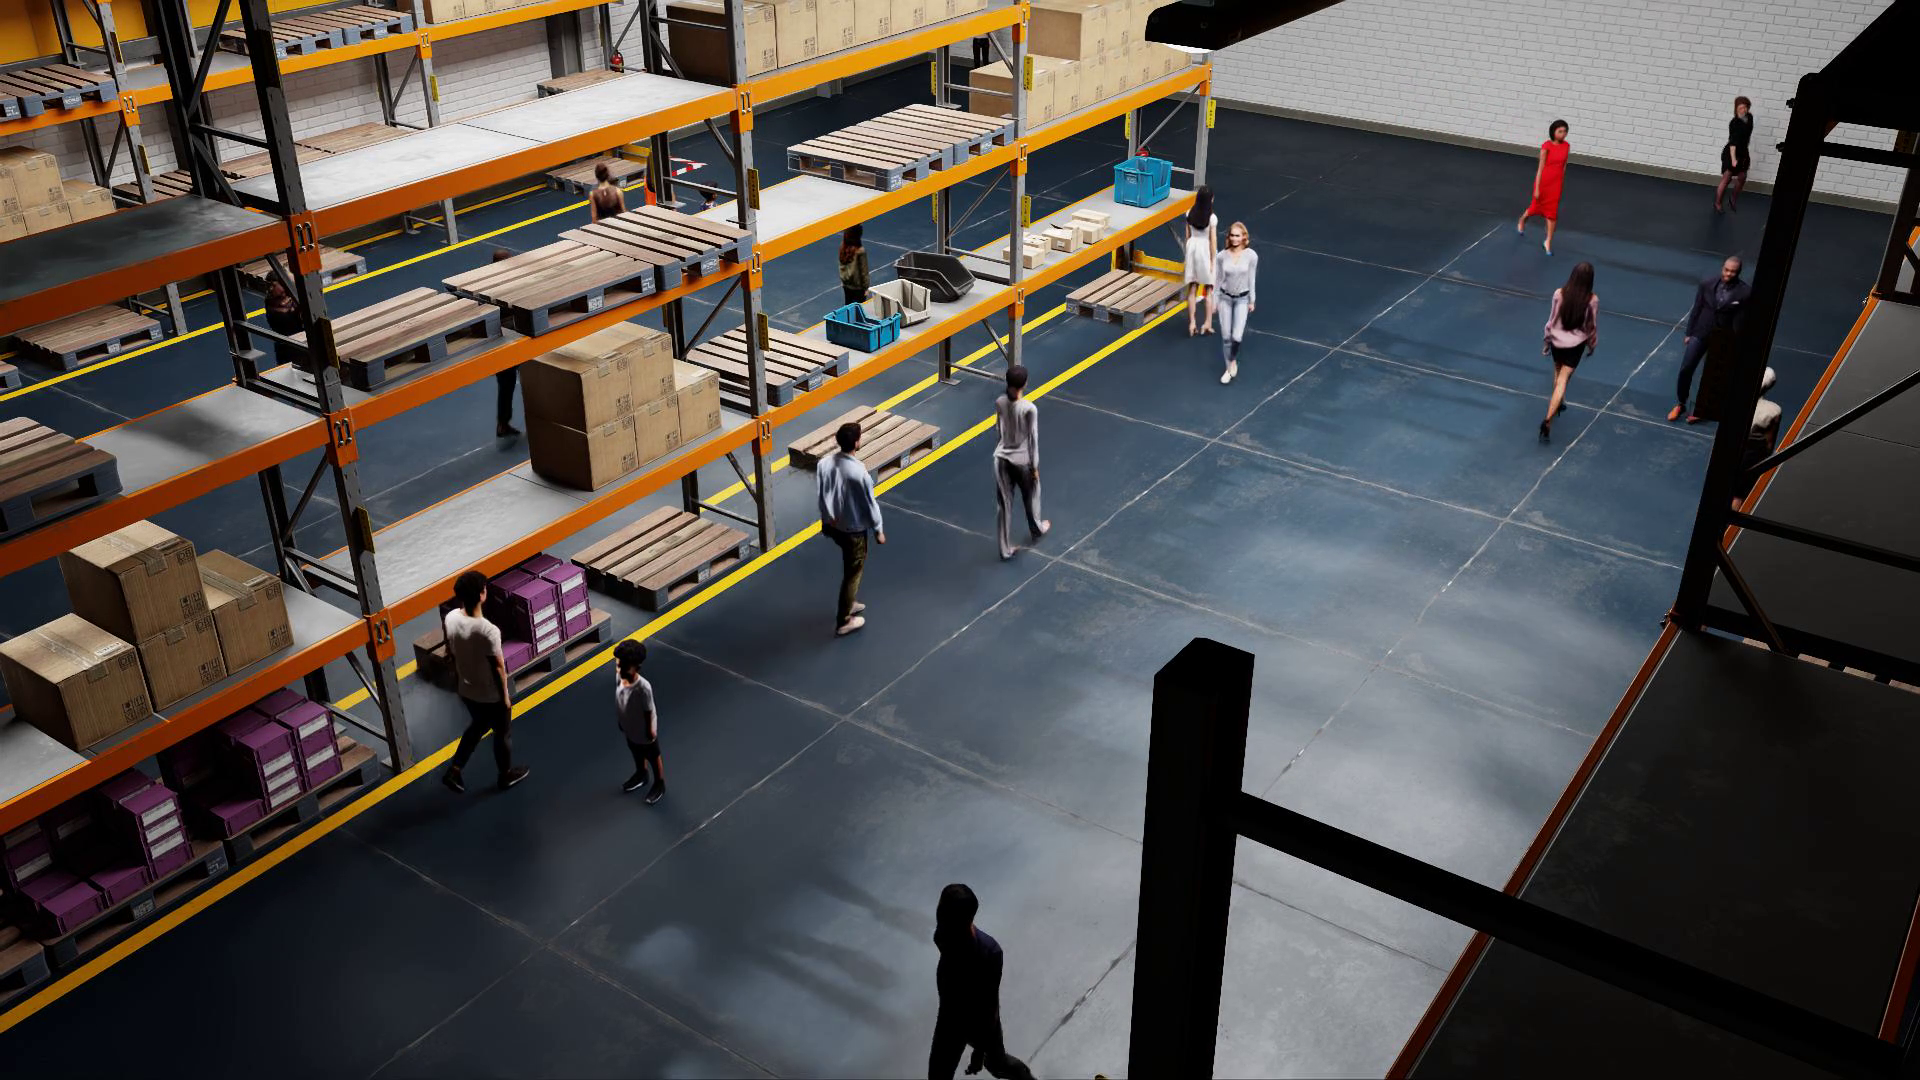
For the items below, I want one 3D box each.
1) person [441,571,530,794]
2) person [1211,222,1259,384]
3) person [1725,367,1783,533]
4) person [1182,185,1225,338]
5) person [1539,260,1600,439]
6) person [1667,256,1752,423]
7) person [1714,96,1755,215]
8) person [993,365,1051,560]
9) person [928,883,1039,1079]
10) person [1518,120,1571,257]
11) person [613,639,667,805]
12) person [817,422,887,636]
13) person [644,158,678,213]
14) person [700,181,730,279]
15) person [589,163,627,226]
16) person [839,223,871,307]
[{"bbox_3d":[-3.310,1.028,11.326,0.628,1.706,0.863,18,33,30],"label":"person"},{"bbox_3d":[2.946,-2.561,17.823,0.688,1.785,0.717,9,30,16],"label":"person"},{"bbox_3d":[6.730,-0.638,14.341,0.658,1.744,0.776,15,32,26],"label":"person"},{"bbox_3d":[2.687,-3.150,18.922,0.635,1.768,0.653,19,34,31],"label":"person"},{"bbox_3d":[6.013,-1.844,16.539,0.631,1.757,1.074,19,34,31],"label":"person"},{"bbox_3d":[7.658,-2.048,16.871,0.730,1.797,0.686,23,36,36],"label":"person"},{"bbox_3d":[10.693,-5.311,22.985,0.743,1.670,0.847,-21,35,-34],"label":"person"},{"bbox_3d":[0.433,-0.634,14.327,0.645,1.751,0.910,16,33,27],"label":"person"},{"bbox_3d":[0.137,2.464,8.646,0.753,1.751,1.171,24,37,37],"label":"person"},{"bbox_3d":[7.618,-4.622,21.682,1.051,1.708,1.090,-5,29,-9],"label":"person"},{"bbox_3d":[-2.210,1.223,11.443,0.490,1.252,0.474,20,35,32],"label":"person"},{"bbox_3d":[-0.950,-0.047,13.208,0.743,1.793,0.749,-23,36,-36],"label":"person"},{"bbox_3d":[-3.638,-3.883,20.285,0.654,1.749,0.599,25,37,38],"label":"person"},{"bbox_3d":[-3.084,-3.877,20.794,0.495,1.251,0.500,17,33,28],"label":"person"},{"bbox_3d":[-4.193,-3.705,20.048,0.875,1.663,0.963,-4,29,-7],"label":"person"},{"bbox_3d":[-1.192,-2.884,18.739,0.569,1.475,0.613,-23,36,-36],"label":"person"}]
